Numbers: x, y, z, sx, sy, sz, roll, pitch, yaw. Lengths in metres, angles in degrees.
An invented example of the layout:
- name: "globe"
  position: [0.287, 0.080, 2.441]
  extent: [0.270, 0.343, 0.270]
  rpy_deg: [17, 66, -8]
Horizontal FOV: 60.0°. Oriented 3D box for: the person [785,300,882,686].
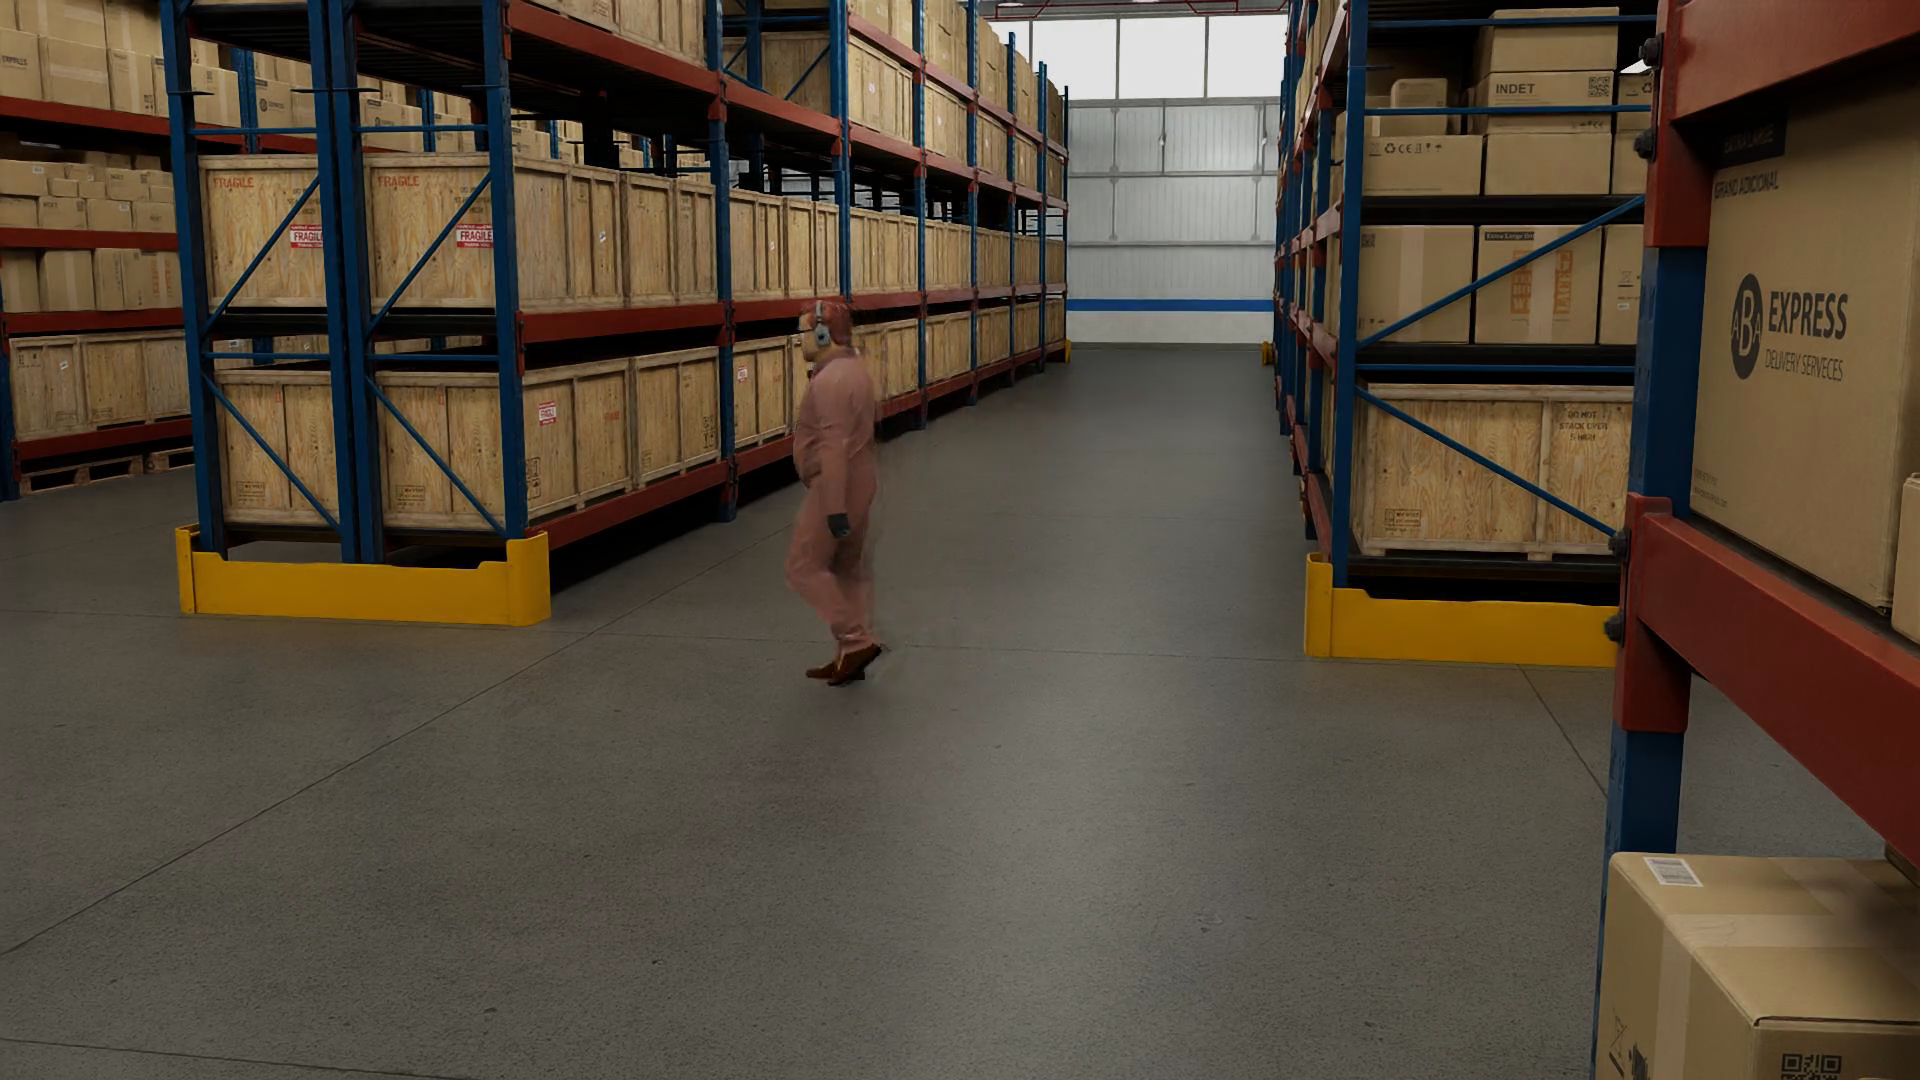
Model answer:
- name: "person"
  position: [-0.627, -0.218, 8.115]
  extent: [0.419, 1.887, 0.636]
  rpy_deg: [2, 9, 13]
